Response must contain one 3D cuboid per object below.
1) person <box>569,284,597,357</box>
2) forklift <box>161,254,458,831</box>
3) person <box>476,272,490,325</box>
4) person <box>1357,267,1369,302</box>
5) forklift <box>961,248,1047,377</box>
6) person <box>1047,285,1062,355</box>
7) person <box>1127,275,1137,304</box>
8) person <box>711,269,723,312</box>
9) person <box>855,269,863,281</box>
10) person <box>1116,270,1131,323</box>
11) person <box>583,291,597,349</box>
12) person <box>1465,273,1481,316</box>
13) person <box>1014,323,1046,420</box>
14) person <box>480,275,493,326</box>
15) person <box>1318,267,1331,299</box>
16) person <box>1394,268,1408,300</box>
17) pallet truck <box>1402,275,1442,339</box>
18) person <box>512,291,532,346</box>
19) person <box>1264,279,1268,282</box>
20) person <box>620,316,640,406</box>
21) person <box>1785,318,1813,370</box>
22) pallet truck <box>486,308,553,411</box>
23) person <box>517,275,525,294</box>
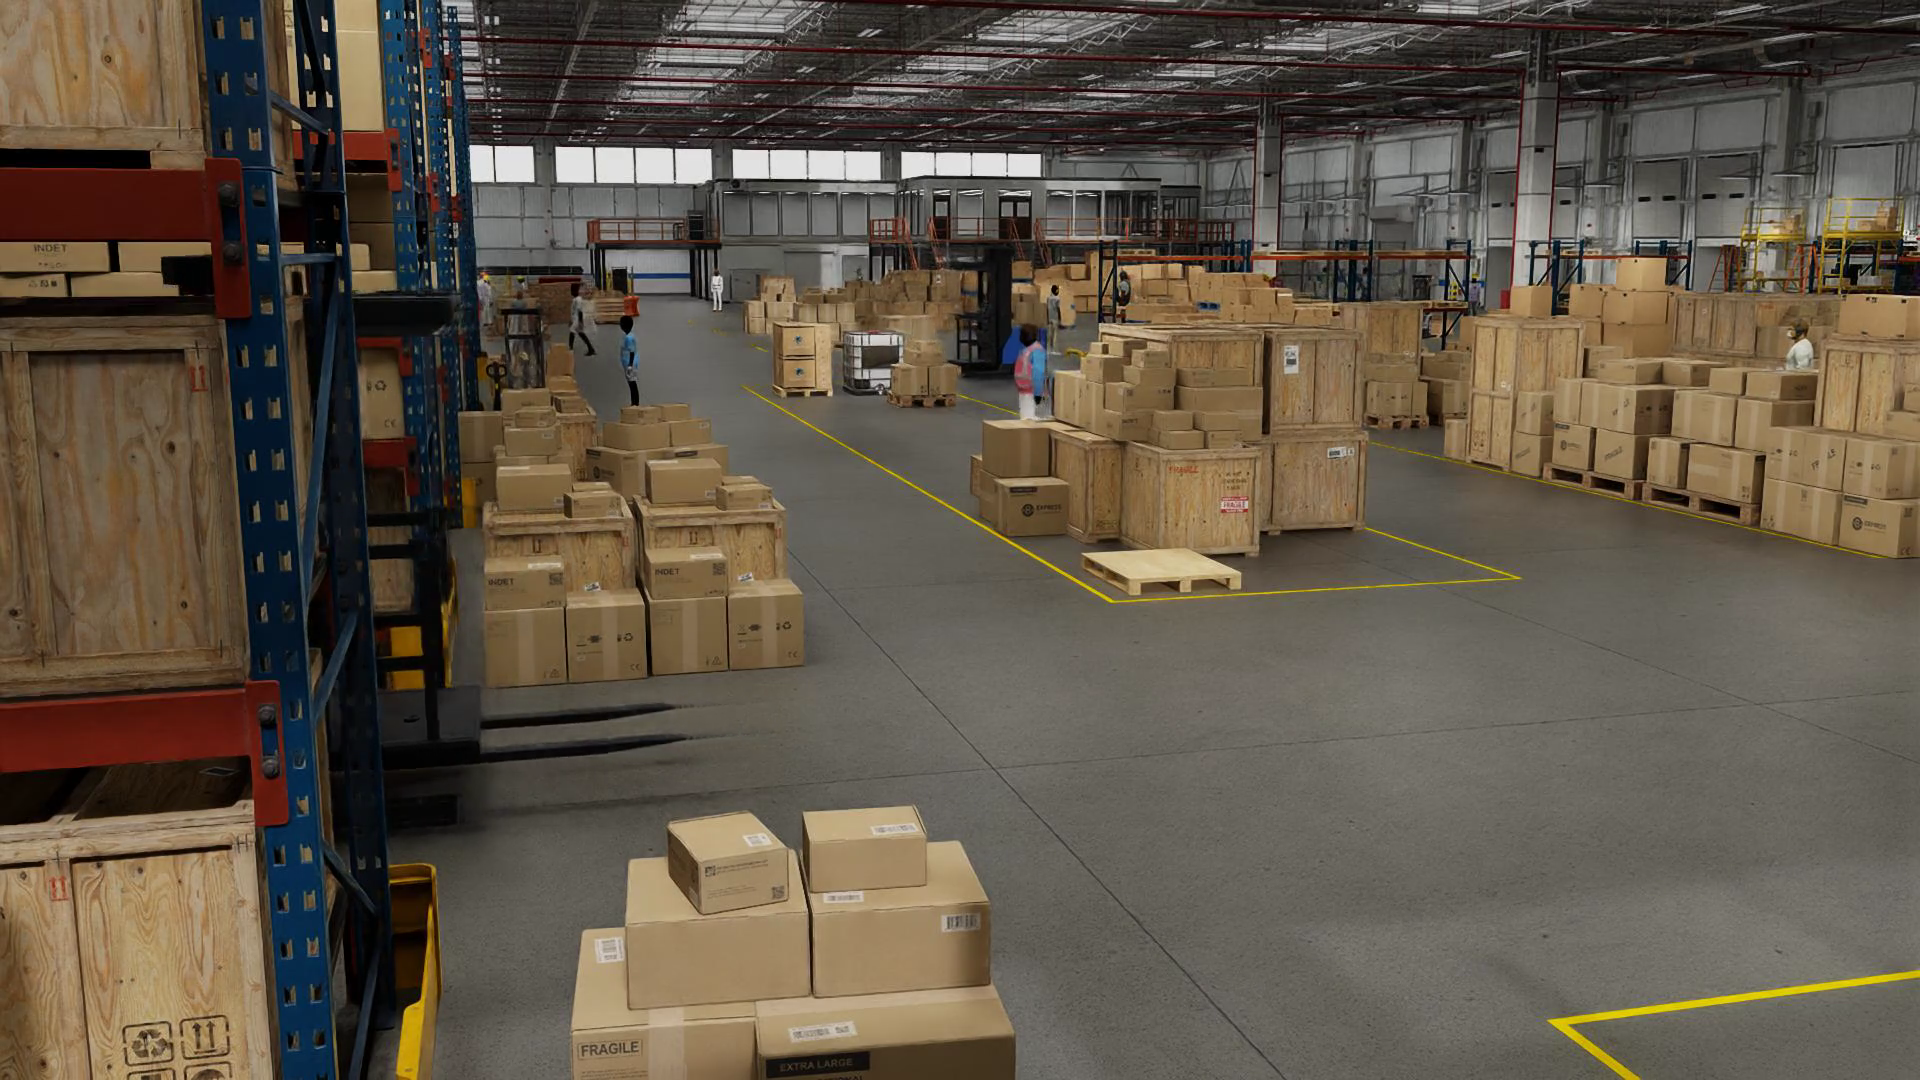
[{"bbox_3d":[-9.928,-5.697,43.164,0.968,1.928,0.616,-3,10,-14],"label":"person"},{"bbox_3d":[-3.516,-0.007,8.212,1.873,2.768,1.129,-3,10,-15],"label":"forklift"},{"bbox_3d":[-17.444,-8.812,60.732,0.645,1.953,0.410,-9,13,-40],"label":"person"},{"bbox_3d":[19.496,-12.197,80.100,0.594,1.876,0.984,-6,12,-31],"label":"person"},{"bbox_3d":[0.903,-5.017,36.583,1.873,2.768,1.129,-3,10,-15],"label":"forklift"},{"bbox_3d":[2.496,-5.832,44.104,0.323,1.860,0.507,-9,13,-40],"label":"person"},{"bbox_3d":[5.884,-8.387,58.524,0.554,1.870,0.994,-6,12,-30],"label":"person"},{"bbox_3d":[-10.580,-10.838,72.386,0.596,1.879,0.337,4,11,20],"label":"person"},{"bbox_3d":[-4.519,-11.496,76.254,0.759,1.822,0.541,6,12,32],"label":"person"},{"bbox_3d":[5.673,-8.405,58.144,0.537,2.000,0.680,4,11,20],"label":"person"},{"bbox_3d":[-10.392,-6.149,46.543,0.527,1.628,0.363,-8,13,-40],"label":"person"},{"bbox_3d":[18.379,-8.594,59.577,0.581,1.919,0.391,-2,10,-10],"label":"person"},{"bbox_3d":[1.001,-2.044,22.743,0.536,1.827,0.631,-2,10,-14],"label":"person"},{"bbox_3d":[-17.027,-8.610,59.893,0.591,1.834,0.404,8,13,38],"label":"person"},{"bbox_3d":[19.289,-13.506,87.794,0.640,1.777,1.053,-6,12,-32],"label":"person"},{"bbox_3d":[20.563,-11.733,77.430,0.995,1.897,0.634,2,10,12],"label":"person"},{"bbox_3d":[14.620,-7.324,52.145,0.823,1.965,1.885,8,13,40],"label":"pallet truck"},{"bbox_3d":[-12.719,-6.406,48.101,0.503,1.591,0.857,4,11,19],"label":"person"},{"bbox_3d":[9.522,-7.275,52.296,0.694,1.833,0.957,3,10,17],"label":"person"},{"bbox_3d":[-5.632,-2.976,28.371,0.322,1.698,0.533,-3,10,-15],"label":"person"},{"bbox_3d":[10.866,-1.903,21.617,0.353,1.937,0.635,5,11,27],"label":"person"},{"bbox_3d":[-6.242,-2.418,24.362,0.823,1.965,1.885,1,10,3],"label":"pallet truck"},{"bbox_3d":[-17.335,-9.599,65.746,0.294,1.744,0.485,-8,13,-37],"label":"person"}]
